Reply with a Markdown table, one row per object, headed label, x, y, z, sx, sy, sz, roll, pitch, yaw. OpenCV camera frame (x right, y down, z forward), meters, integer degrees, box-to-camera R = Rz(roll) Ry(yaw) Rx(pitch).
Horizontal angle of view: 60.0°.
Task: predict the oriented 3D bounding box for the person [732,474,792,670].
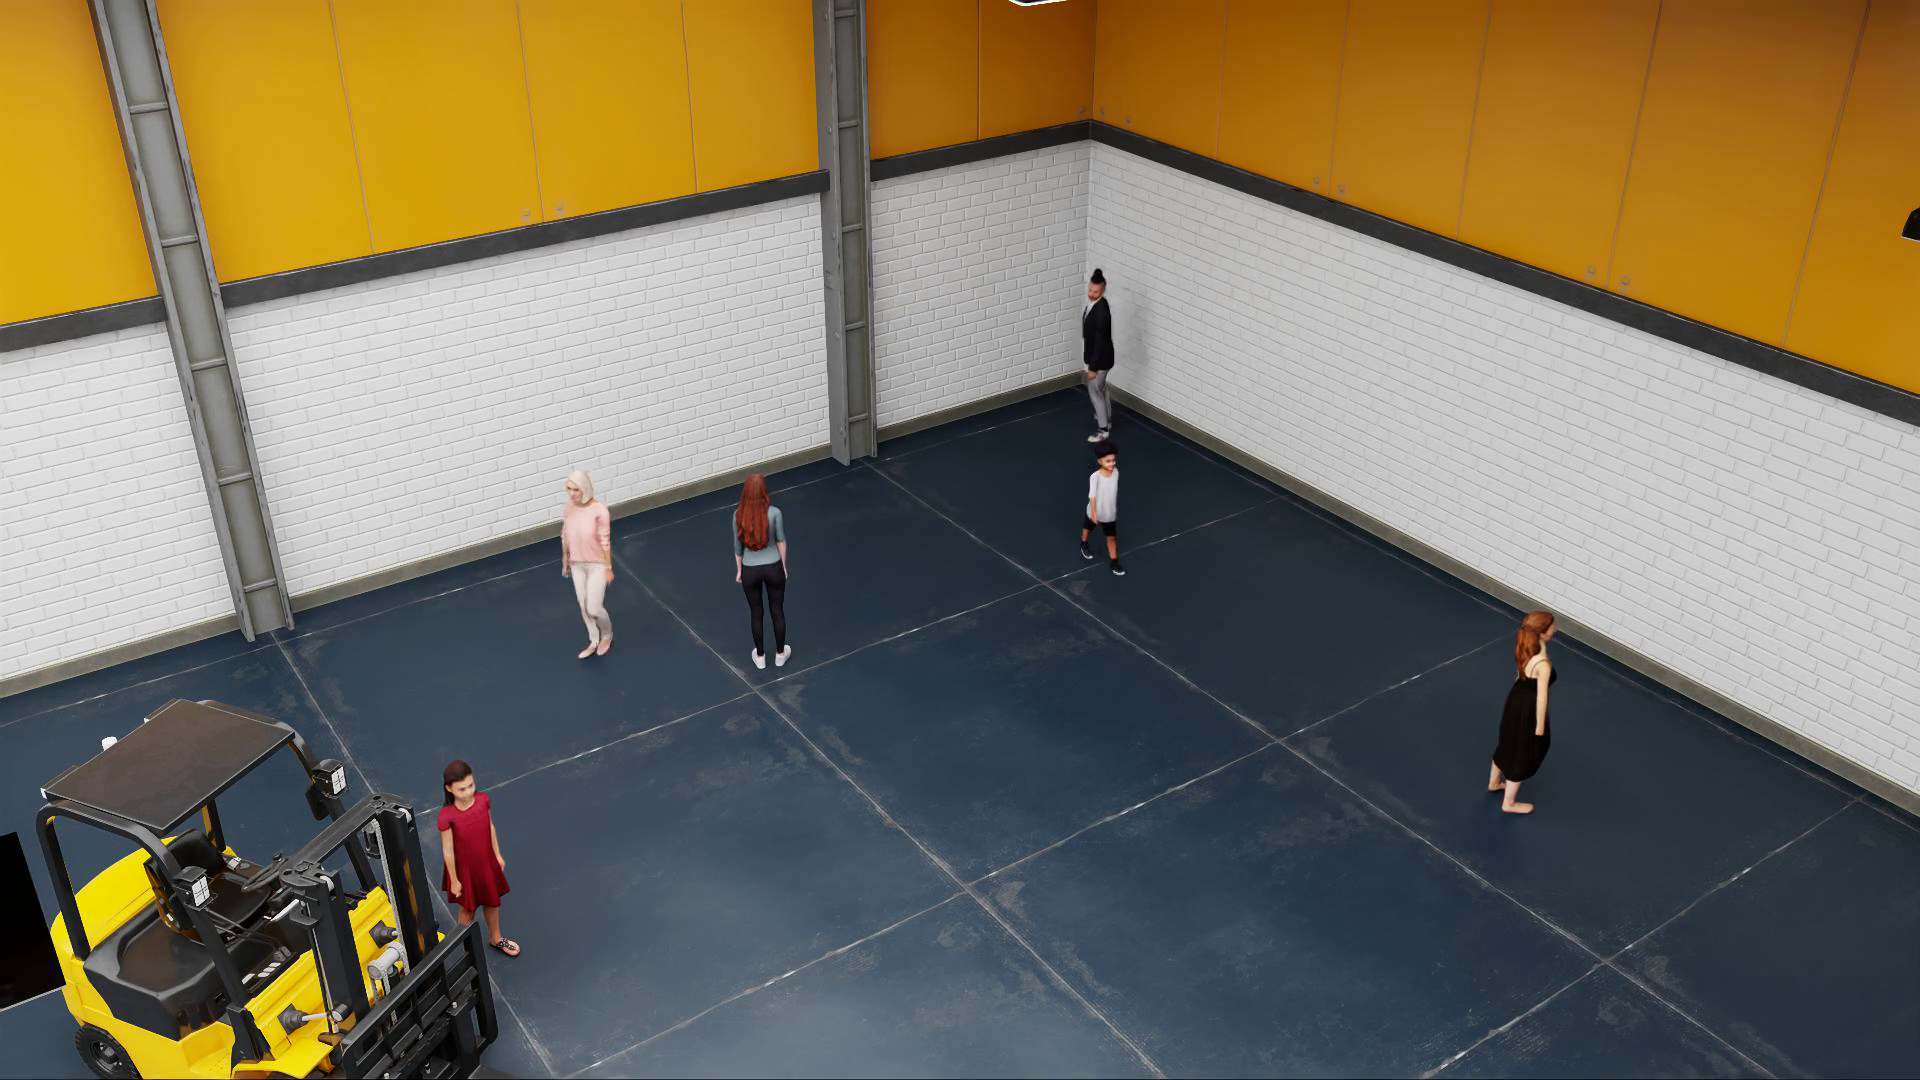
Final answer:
| label | x | y | z | sx | sy | sz | roll | pitch | yaw |
| --- | --- | --- | --- | --- | --- | --- | --- | --- | --- |
| person | -1.614 | 0.261 | 13.566 | 0.636 | 1.742 | 0.728 | -2 | 29 | -3 |

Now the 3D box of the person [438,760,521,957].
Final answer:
| label | x | y | z | sx | sy | sz | roll | pitch | yaw |
| --- | --- | --- | --- | --- | --- | --- | --- | --- | --- |
| person | -3.074 | 2.036 | 10.510 | 0.675 | 1.553 | 0.611 | 22 | 35 | 34 |

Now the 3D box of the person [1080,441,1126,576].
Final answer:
| label | x | y | z | sx | sy | sz | roll | pitch | yaw |
| --- | --- | --- | --- | --- | --- | --- | --- | --- | --- |
| person | 1.260 | -0.334 | 15.191 | 0.885 | 1.230 | 0.672 | -12 | 31 | -21 |

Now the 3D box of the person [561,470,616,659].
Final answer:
| label | x | y | z | sx | sy | sz | roll | pitch | yaw |
| --- | --- | --- | --- | --- | --- | --- | --- | --- | --- |
| person | -3.014 | 0.174 | 13.755 | 0.720 | 1.715 | 0.741 | 15 | 32 | 25 |

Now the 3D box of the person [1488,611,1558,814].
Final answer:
| label | x | y | z | sx | sy | sz | roll | pitch | yaw |
| --- | --- | --- | --- | --- | --- | --- | --- | --- | --- |
| person | 4.048 | 1.219 | 11.935 | 0.709 | 1.623 | 0.673 | -2 | 29 | -4 |

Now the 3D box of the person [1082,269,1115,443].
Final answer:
| label | x | y | z | sx | sy | sz | roll | pitch | yaw |
| --- | --- | --- | --- | --- | --- | --- | --- | --- | --- |
| person | 1.497 | -1.977 | 17.468 | 0.924 | 1.935 | 0.963 | 4 | 29 | 8 |
